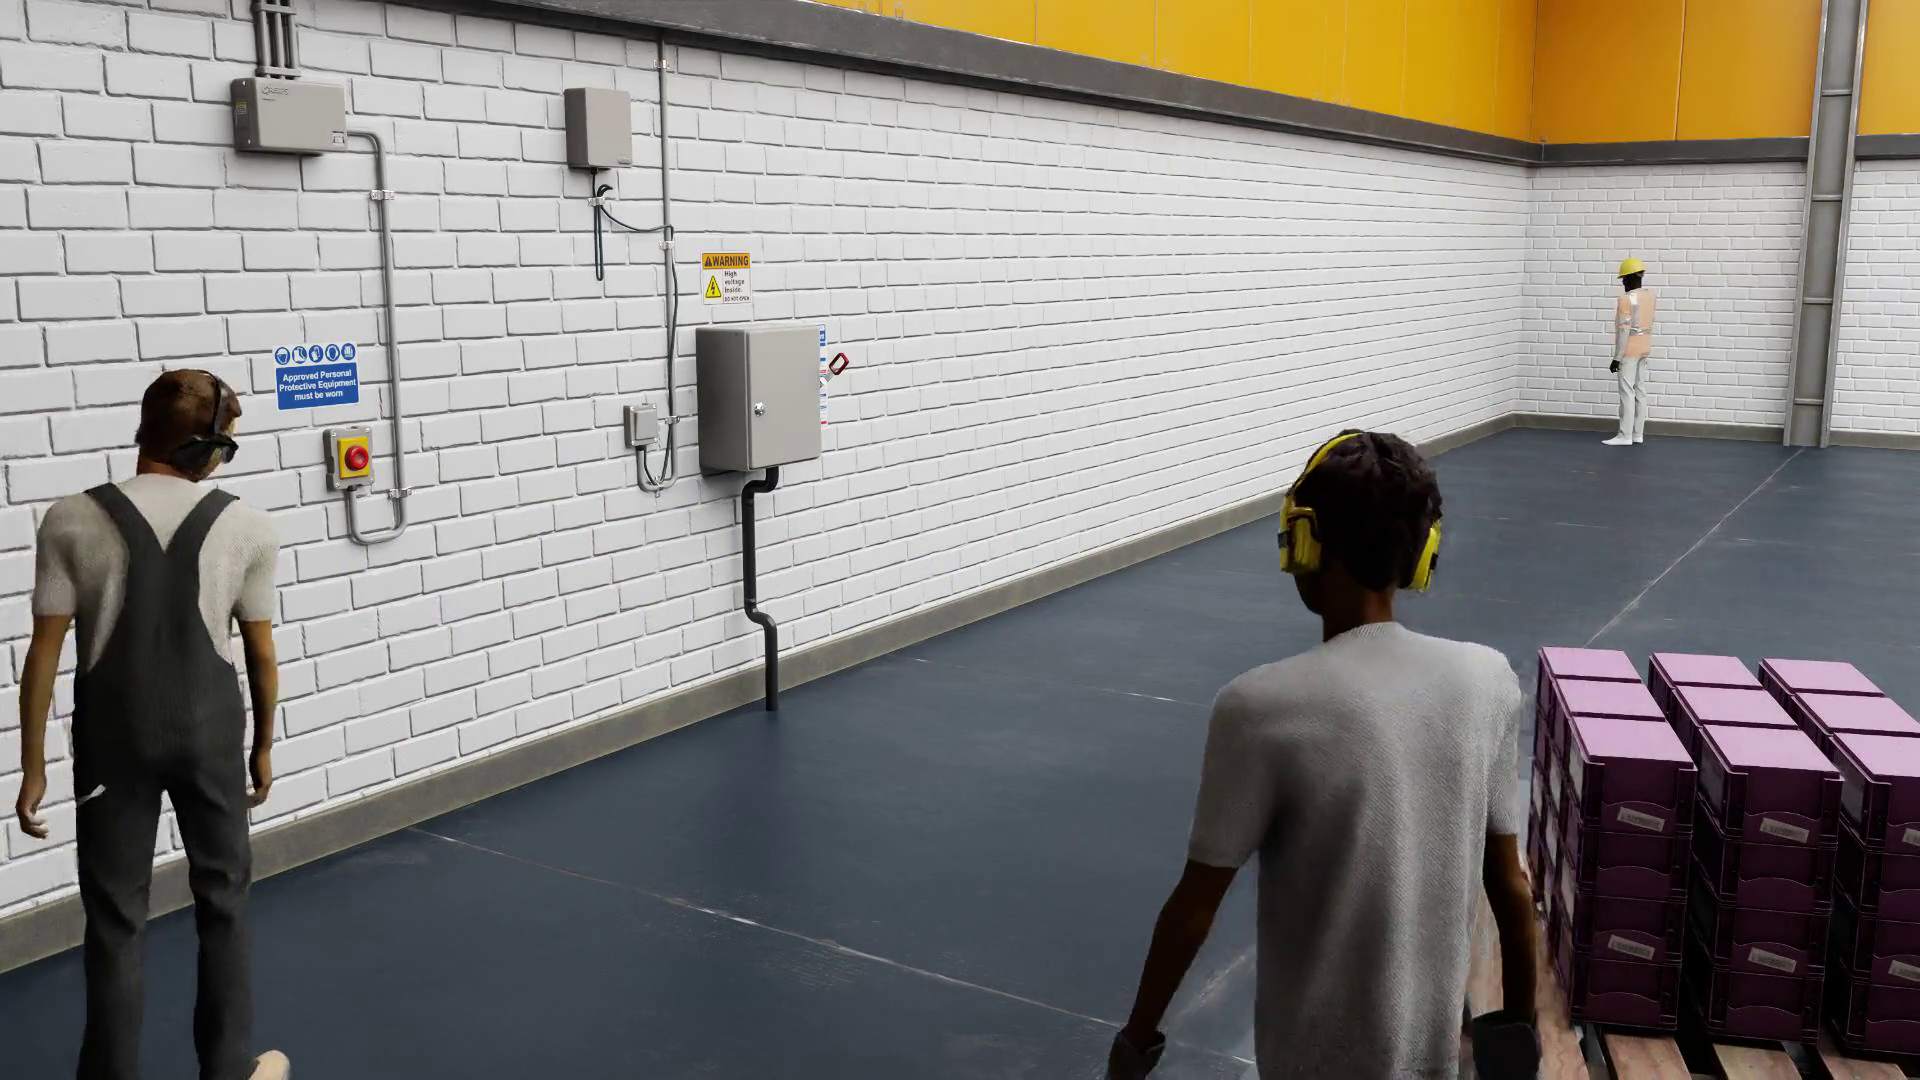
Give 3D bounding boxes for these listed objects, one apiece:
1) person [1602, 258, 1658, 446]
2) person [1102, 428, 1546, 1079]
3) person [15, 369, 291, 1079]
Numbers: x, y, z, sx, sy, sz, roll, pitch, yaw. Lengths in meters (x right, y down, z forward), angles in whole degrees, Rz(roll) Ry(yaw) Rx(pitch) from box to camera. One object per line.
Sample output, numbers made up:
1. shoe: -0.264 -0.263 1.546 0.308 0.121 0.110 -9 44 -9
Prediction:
1. person: 6.863 -1.919 17.036 0.585 1.920 0.374 -8 13 -39
2. person: 0.498 0.753 2.481 0.689 1.820 0.875 -5 11 -26
3. person: -1.932 0.522 3.866 0.708 1.810 0.363 -6 12 -30
